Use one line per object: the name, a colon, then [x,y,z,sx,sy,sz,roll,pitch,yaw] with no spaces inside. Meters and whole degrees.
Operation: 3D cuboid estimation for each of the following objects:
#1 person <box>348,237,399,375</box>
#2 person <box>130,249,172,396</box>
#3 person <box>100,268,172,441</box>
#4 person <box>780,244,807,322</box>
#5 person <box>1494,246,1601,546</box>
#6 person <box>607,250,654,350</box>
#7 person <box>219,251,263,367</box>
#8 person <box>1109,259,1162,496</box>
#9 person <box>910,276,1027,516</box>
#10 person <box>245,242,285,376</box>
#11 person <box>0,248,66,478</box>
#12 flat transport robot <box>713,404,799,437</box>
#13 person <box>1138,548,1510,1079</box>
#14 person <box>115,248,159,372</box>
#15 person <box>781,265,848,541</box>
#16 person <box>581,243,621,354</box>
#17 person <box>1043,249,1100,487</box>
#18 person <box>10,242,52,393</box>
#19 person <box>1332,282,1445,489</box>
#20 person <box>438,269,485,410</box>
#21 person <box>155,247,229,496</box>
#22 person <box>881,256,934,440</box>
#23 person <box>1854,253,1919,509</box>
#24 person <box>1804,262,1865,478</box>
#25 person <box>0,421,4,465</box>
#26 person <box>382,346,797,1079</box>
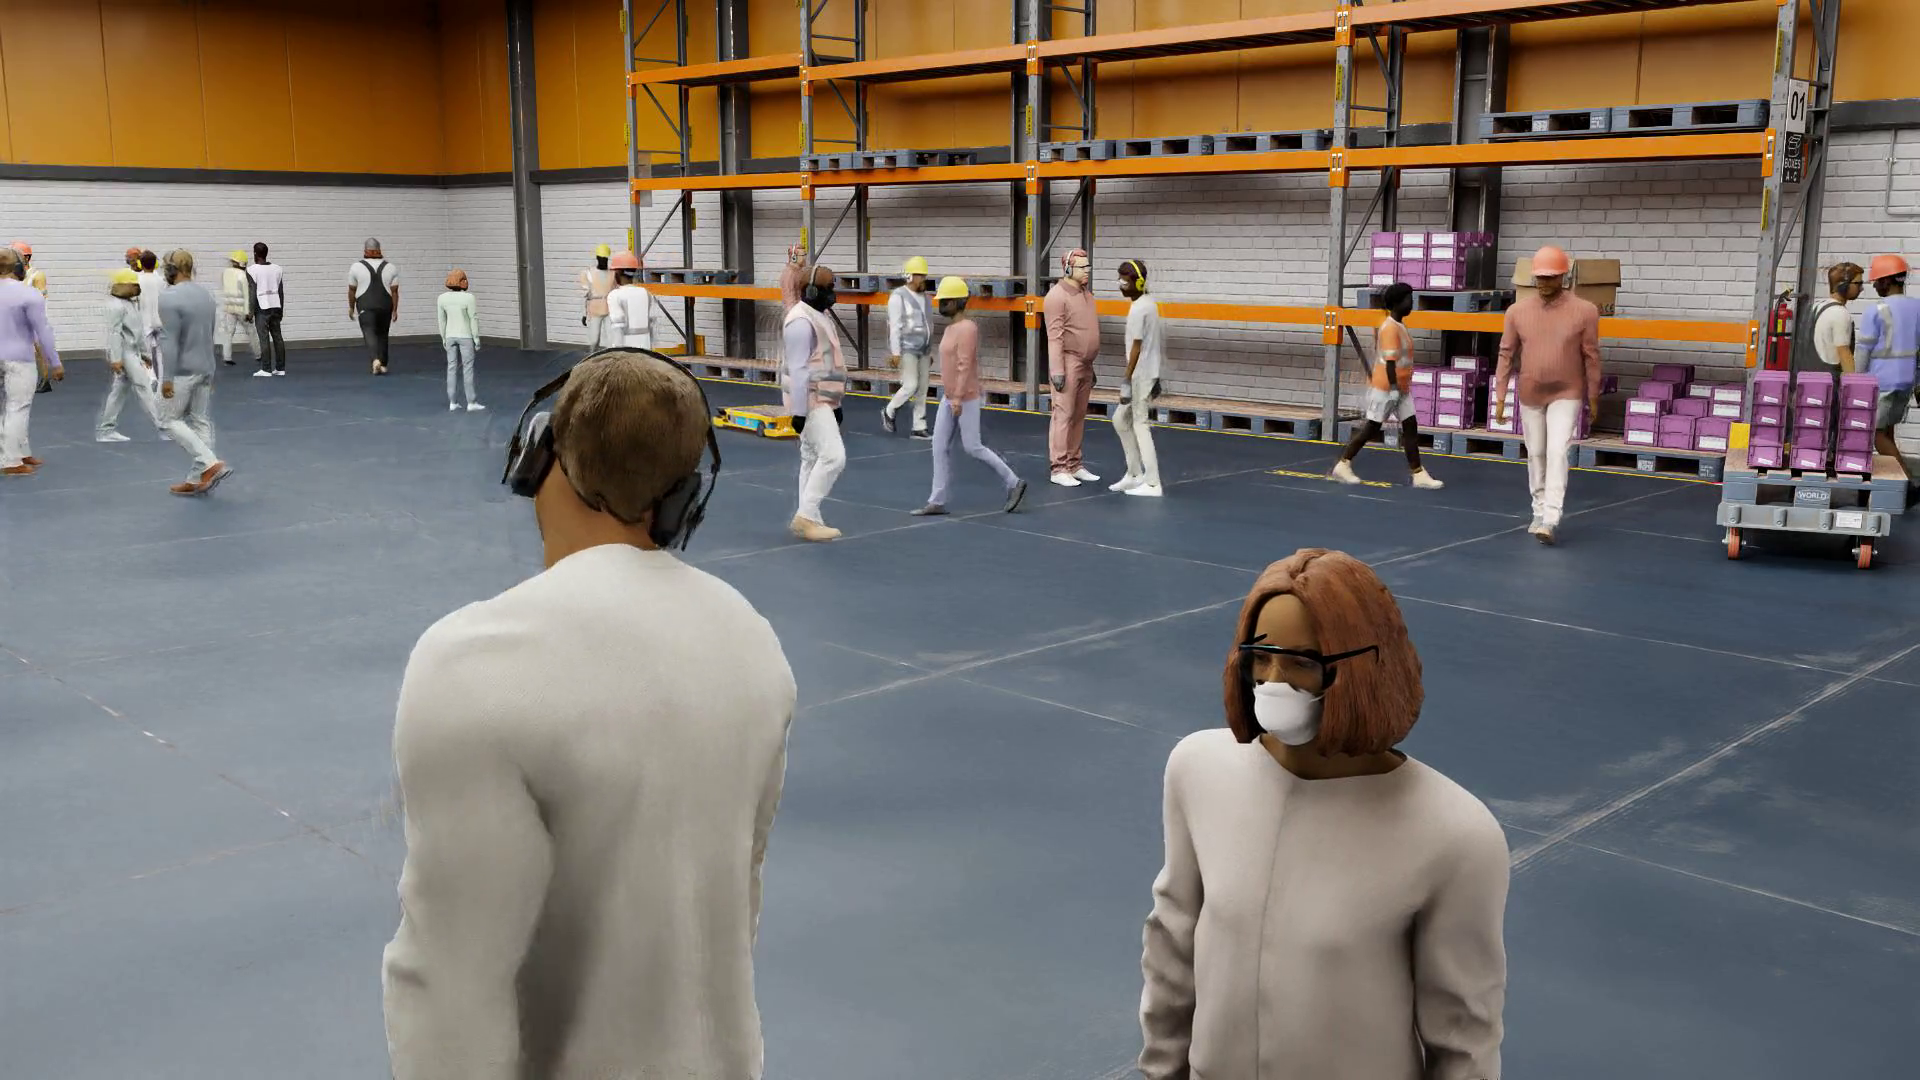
person: [-8.550,-3.438,24.290,0.687,2.000,0.963,-6,12,-28]
person: [-9.817,-2.603,20.269,0.516,1.850,0.602,-6,12,-30]
person: [-8.066,-1.803,16.293,0.889,1.687,0.505,-2,11,-10]
person: [-2.028,-2.744,20.875,0.410,1.909,0.643,1,10,5]
person: [3.856,-0.951,10.975,0.643,1.937,1.011,6,12,30]
person: [-3.019,-1.742,15.484,0.994,1.892,0.552,9,13,39]
person: [-11.190,-3.597,25.880,0.603,1.773,0.956,3,11,14]
person: [1.332,-1.243,12.889,0.599,1.837,0.563,3,11,17]
person: [0.058,-1.033,12.006,0.797,1.738,0.531,-4,11,-21]
person: [-9.996,-3.317,23.964,0.392,1.920,0.592,6,12,28]
person: [-7.919,-1.494,14.050,0.646,1.914,0.740,3,11,18]
flat transport robot: [-1.926,-1.238,17.126,0.652,0.197,1.431,-7,13,-34]
person: [0.456,0.812,2.224,0.498,1.634,0.284,8,13,38]
person: [-11.307,-3.096,22.966,0.573,1.835,0.951,-8,13,-39]
person: [-0.945,-0.890,11.002,0.453,1.828,0.628,1,10,5]
person: [-5.083,-3.250,23.631,0.603,1.906,0.593,-4,11,-19]
person: [0.936,-1.399,13.541,0.408,1.908,0.644,6,12,30]
person: [-11.997,-2.857,21.404,0.542,1.938,0.358,3,11,17]
person: [3.434,-1.238,13.351,0.875,1.655,0.540,5,12,27]
person: [-5.789,-2.314,19.273,0.498,1.634,0.278,3,11,14]
person: [-5.933,-1.274,12.797,0.454,1.928,0.656,1,10,7]
person: [-0.487,-1.894,16.473,0.507,1.818,0.613,9,13,39]
person: [6.943,-1.166,12.318,0.572,1.900,0.781,-3,11,-15]
person: [6.420,-1.093,12.079,0.627,1.823,0.525,3,11,15]
person: [-8.543,-1.404,14.382,0.435,1.606,0.507,-5,11,-23]
person: [-0.411,0.733,1.986,0.358,1.894,0.697,4,11,21]
